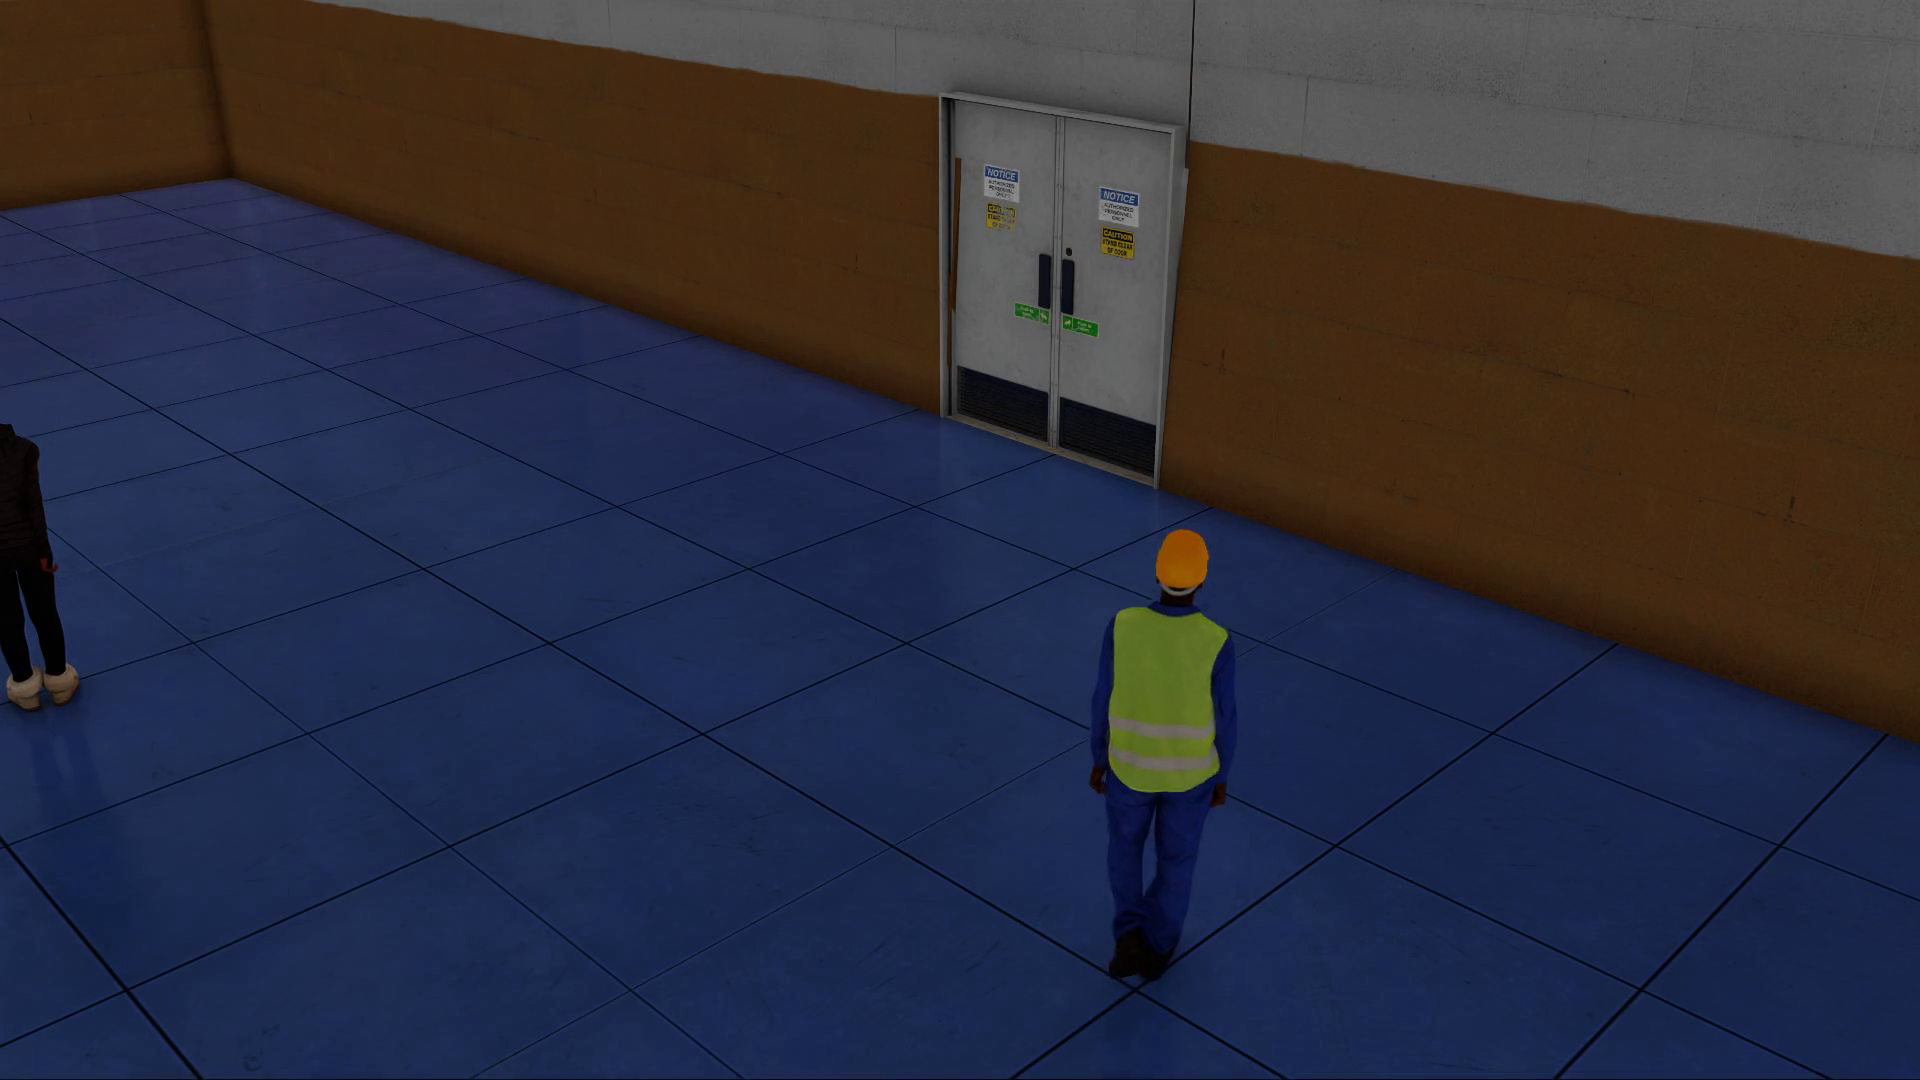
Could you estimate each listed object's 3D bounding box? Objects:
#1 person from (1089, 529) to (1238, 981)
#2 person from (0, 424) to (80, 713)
[{"bbox_3d":[0.694,0.831,5.874,0.889,1.808,0.970,5,24,11],"label":"person"},{"bbox_3d":[-4.471,0.052,7.836,0.668,1.661,0.599,9,25,19],"label":"person"}]
